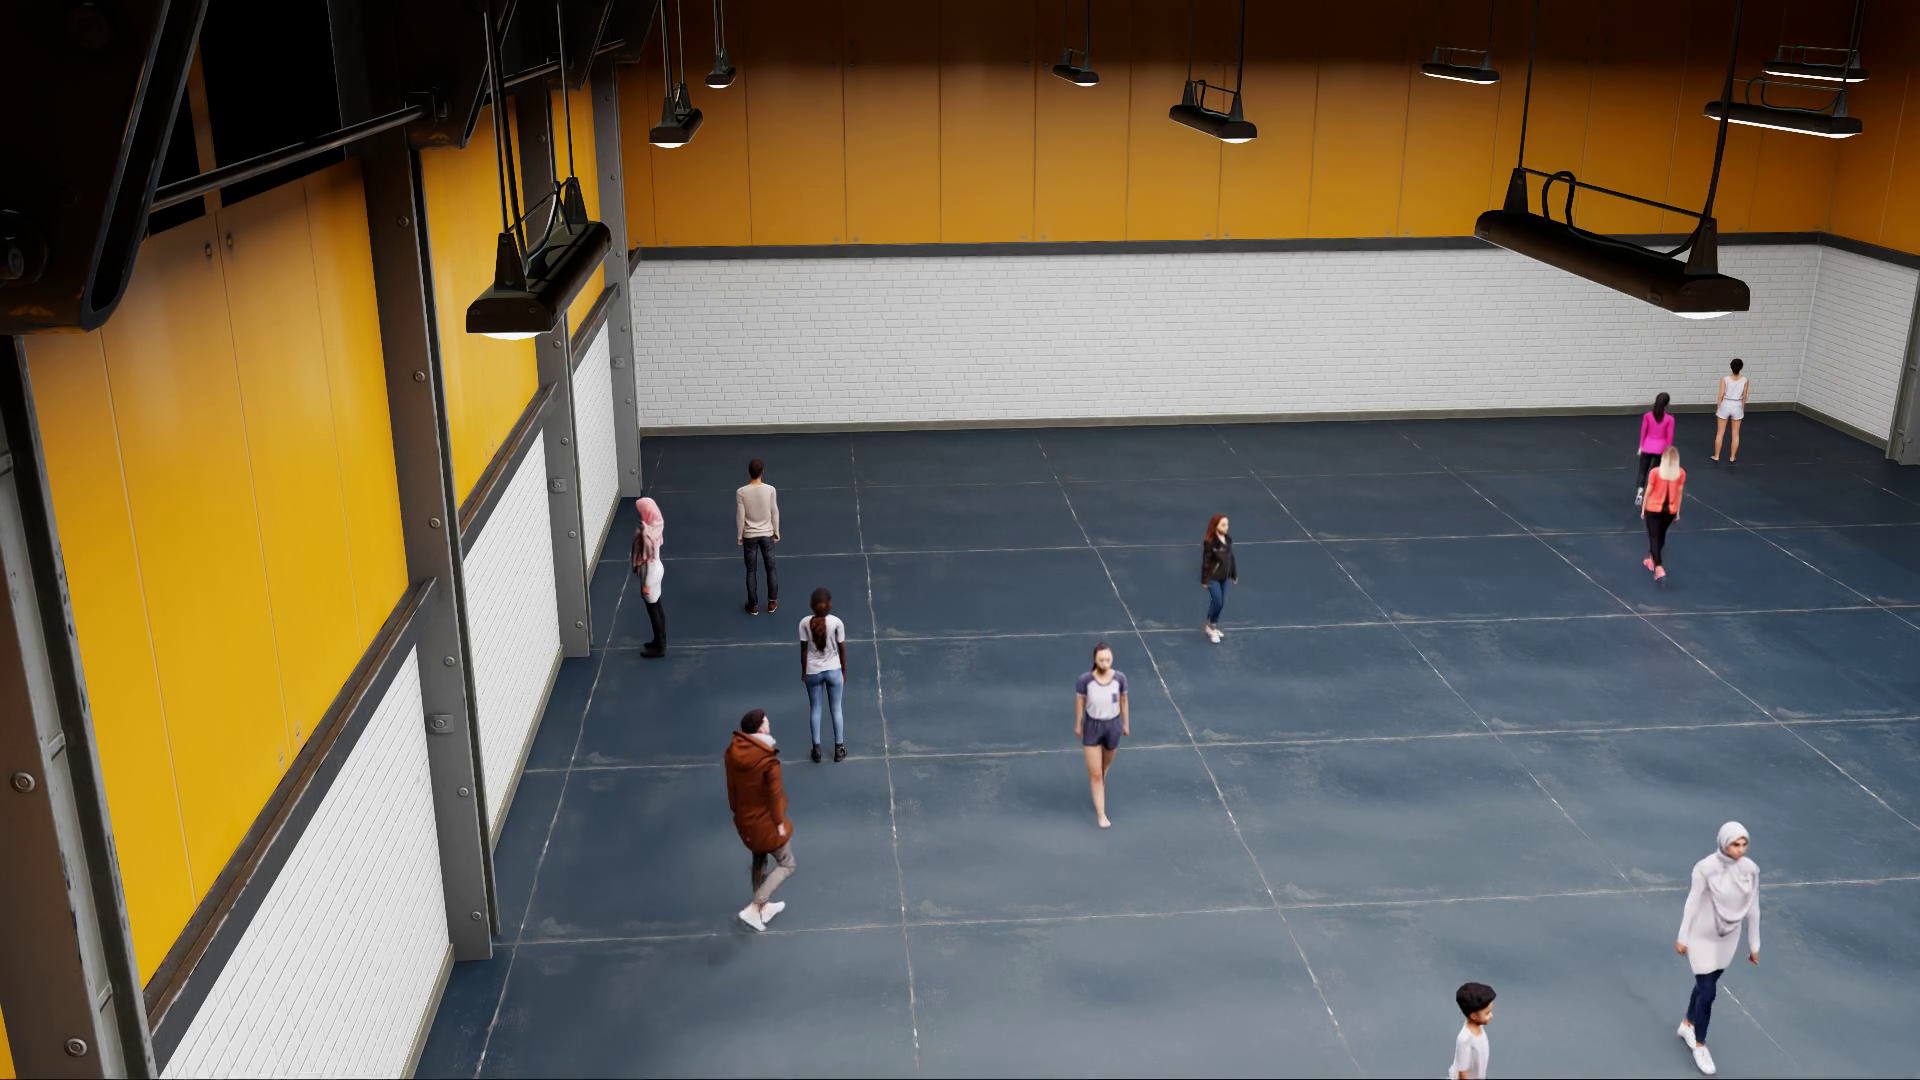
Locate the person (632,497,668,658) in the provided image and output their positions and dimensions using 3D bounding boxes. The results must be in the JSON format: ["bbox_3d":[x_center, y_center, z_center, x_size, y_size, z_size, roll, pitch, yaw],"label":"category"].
[{"bbox_3d":[-3.356,0.396,18.107,0.715,1.804,0.562,1,19,2],"label":"person"}]

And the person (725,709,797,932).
[{"bbox_3d":[-1.570,2.183,12.761,0.946,1.830,1.008,14,23,36],"label":"person"}]

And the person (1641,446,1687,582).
[{"bbox_3d":[8.626,-0.301,20.402,0.712,1.660,1.151,1,19,3],"label":"person"}]

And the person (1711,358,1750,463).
[{"bbox_3d":[11.836,-2.000,25.534,0.644,1.604,0.664,5,19,16],"label":"person"}]

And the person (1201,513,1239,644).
[{"bbox_3d":[2.836,0.389,18.648,0.686,1.473,0.734,-16,25,-40],"label":"person"}]

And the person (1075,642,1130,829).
[{"bbox_3d":[1.227,1.669,14.636,0.667,1.608,1.016,-4,19,-11],"label":"person"}]

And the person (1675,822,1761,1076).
[{"bbox_3d":[5.113,2.687,11.372,0.635,1.761,0.762,-2,19,-6],"label":"person"}]

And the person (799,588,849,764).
[{"bbox_3d":[-1.280,1.264,15.663,0.599,1.719,0.542,0,19,0],"label":"person"}]

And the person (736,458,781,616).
[{"bbox_3d":[-2.347,-0.049,19.331,0.700,1.867,0.621,-5,19,-15],"label":"person"}]

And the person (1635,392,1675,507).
[{"bbox_3d":[9.588,-1.200,23.031,0.815,1.685,0.889,13,22,33],"label":"person"}]

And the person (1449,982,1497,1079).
[{"bbox_3d":[3.098,3.309,10.322,0.736,1.252,0.690,11,22,30],"label":"person"}]
